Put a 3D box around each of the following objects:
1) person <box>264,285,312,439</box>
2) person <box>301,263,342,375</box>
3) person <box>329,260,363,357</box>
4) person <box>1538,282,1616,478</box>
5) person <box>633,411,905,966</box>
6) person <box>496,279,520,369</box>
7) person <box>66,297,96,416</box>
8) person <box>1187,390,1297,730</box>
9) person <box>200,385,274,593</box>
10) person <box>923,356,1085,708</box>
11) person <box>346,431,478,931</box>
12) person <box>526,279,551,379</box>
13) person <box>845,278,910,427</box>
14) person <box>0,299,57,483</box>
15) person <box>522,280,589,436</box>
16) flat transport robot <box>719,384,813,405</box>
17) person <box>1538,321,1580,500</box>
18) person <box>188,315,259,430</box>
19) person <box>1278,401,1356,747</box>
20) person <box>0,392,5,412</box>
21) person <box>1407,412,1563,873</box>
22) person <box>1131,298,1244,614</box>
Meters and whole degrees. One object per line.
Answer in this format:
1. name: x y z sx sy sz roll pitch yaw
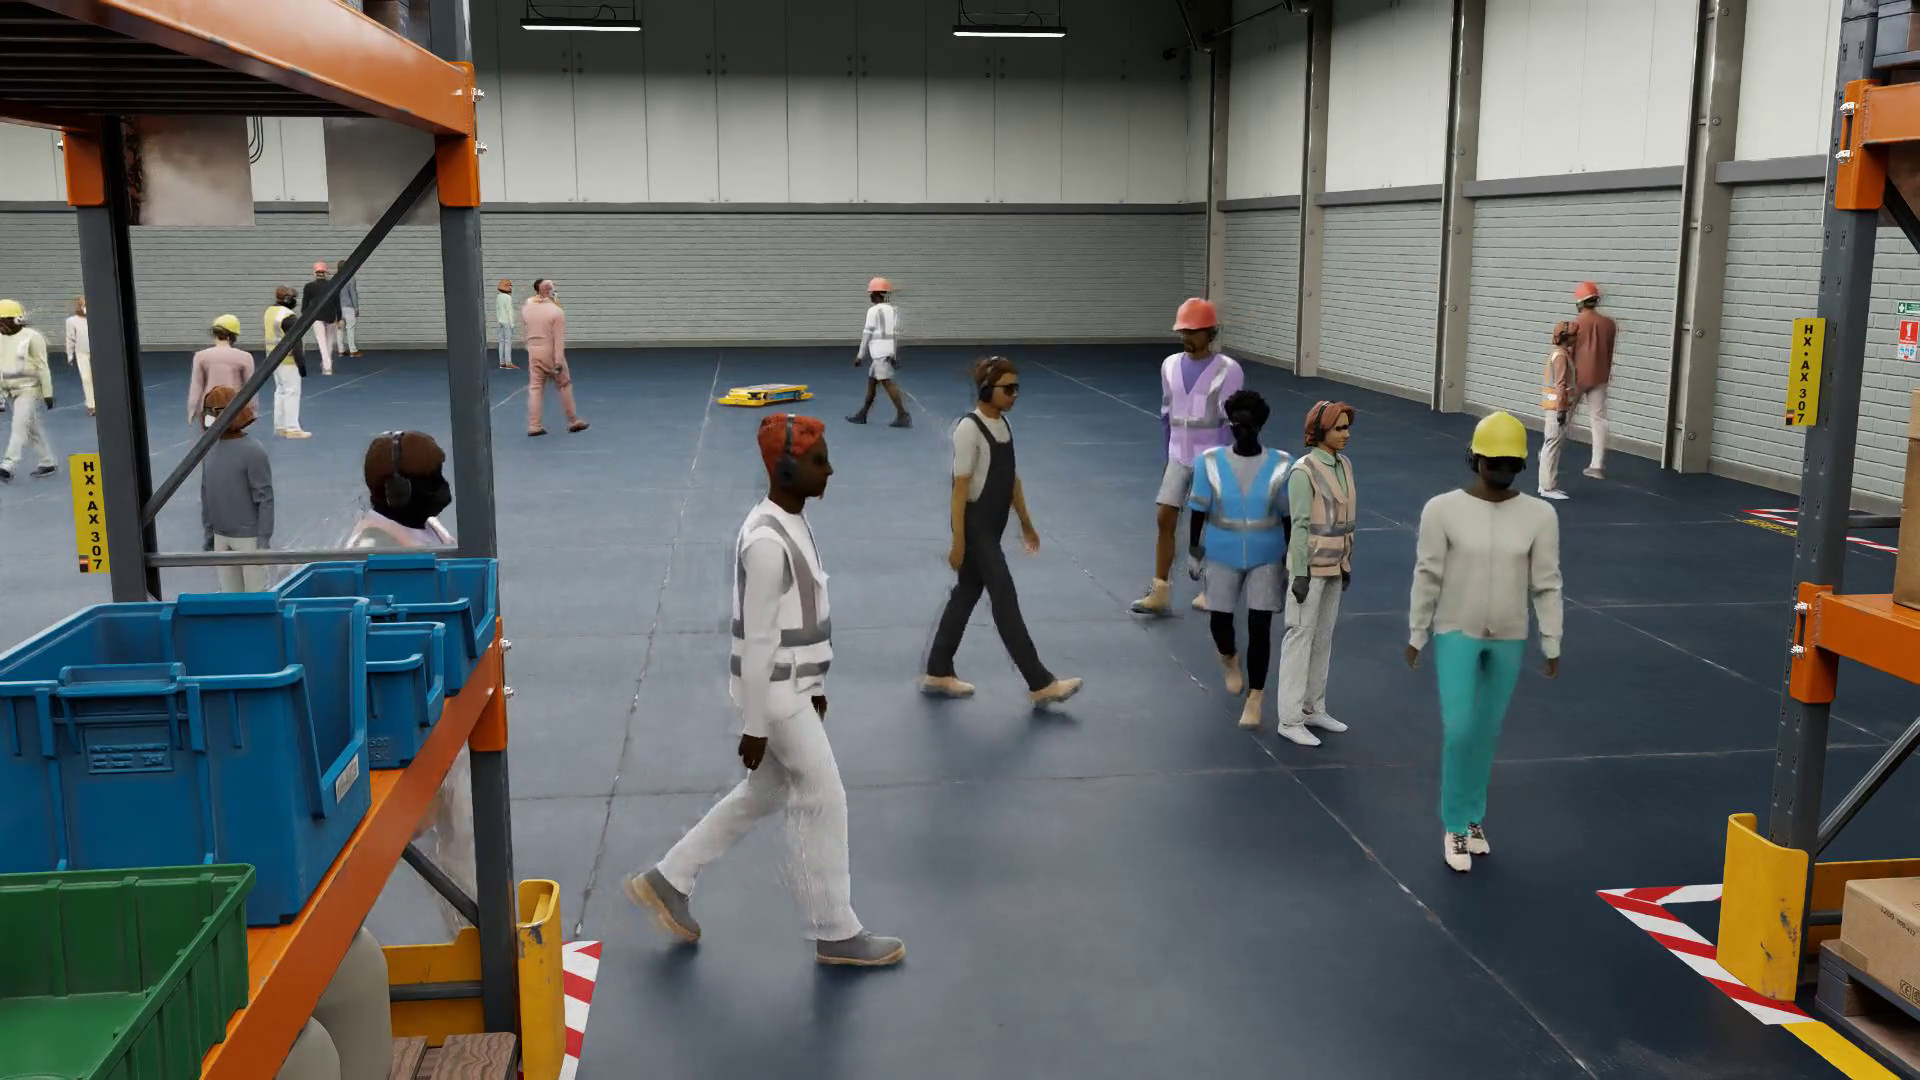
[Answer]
1. person: -8.043 -2.120 19.892 0.430 1.829 0.655 -10 14 -44
2. person: -11.269 -3.901 29.303 0.628 1.939 1.004 -8 13 -38
3. person: -12.354 -4.649 33.439 0.630 1.940 0.373 3 11 18
4. person: 6.323 -1.636 16.910 0.633 1.937 1.021 -1 10 -7
5. person: -0.663 0.498 5.474 0.863 1.856 0.573 0 10 -2
6. person: -8.306 -3.955 30.473 0.266 1.632 0.509 -9 14 -40
7. person: -11.626 -2.446 22.275 0.526 1.589 0.818 -9 14 -40
8. person: 1.416 0.070 8.279 0.561 1.672 0.518 3 11 15
9. person: -3.842 -0.010 8.844 0.500 1.634 0.286 6 12 30
10. person: 0.209 -0.038 8.533 0.949 1.794 0.527 4 11 21
11. person: -1.779 0.548 5.298 0.868 1.817 0.627 -2 10 -9
12. person: -7.074 -3.569 28.177 0.529 1.697 0.321 0 10 -1
13. person: -1.026 -2.376 21.132 0.996 1.890 0.546 5 11 24
14. person: -9.330 -1.457 16.349 0.626 1.782 0.917 4 11 21
15. person: -4.976 -2.225 20.343 0.651 1.870 0.919 5 11 24
16. flat transport robot: -2.807 -2.123 24.163 0.652 0.197 1.431 6 12 29
17. person: 5.523 -1.197 15.344 0.310 1.636 0.523 3 11 16
18. person: -6.657 -1.174 15.028 0.573 1.698 0.910 -1 10 -5
19. person: 1.716 0.151 7.949 0.311 1.638 0.523 8 13 37
20. person: -13.381 -2.674 22.696 0.407 1.910 0.638 3 11 18
21. person: 2.014 0.390 6.312 0.554 1.742 0.620 0 10 -1
22. person: 1.435 -0.500 10.479 0.623 2.005 0.933 9 13 39
